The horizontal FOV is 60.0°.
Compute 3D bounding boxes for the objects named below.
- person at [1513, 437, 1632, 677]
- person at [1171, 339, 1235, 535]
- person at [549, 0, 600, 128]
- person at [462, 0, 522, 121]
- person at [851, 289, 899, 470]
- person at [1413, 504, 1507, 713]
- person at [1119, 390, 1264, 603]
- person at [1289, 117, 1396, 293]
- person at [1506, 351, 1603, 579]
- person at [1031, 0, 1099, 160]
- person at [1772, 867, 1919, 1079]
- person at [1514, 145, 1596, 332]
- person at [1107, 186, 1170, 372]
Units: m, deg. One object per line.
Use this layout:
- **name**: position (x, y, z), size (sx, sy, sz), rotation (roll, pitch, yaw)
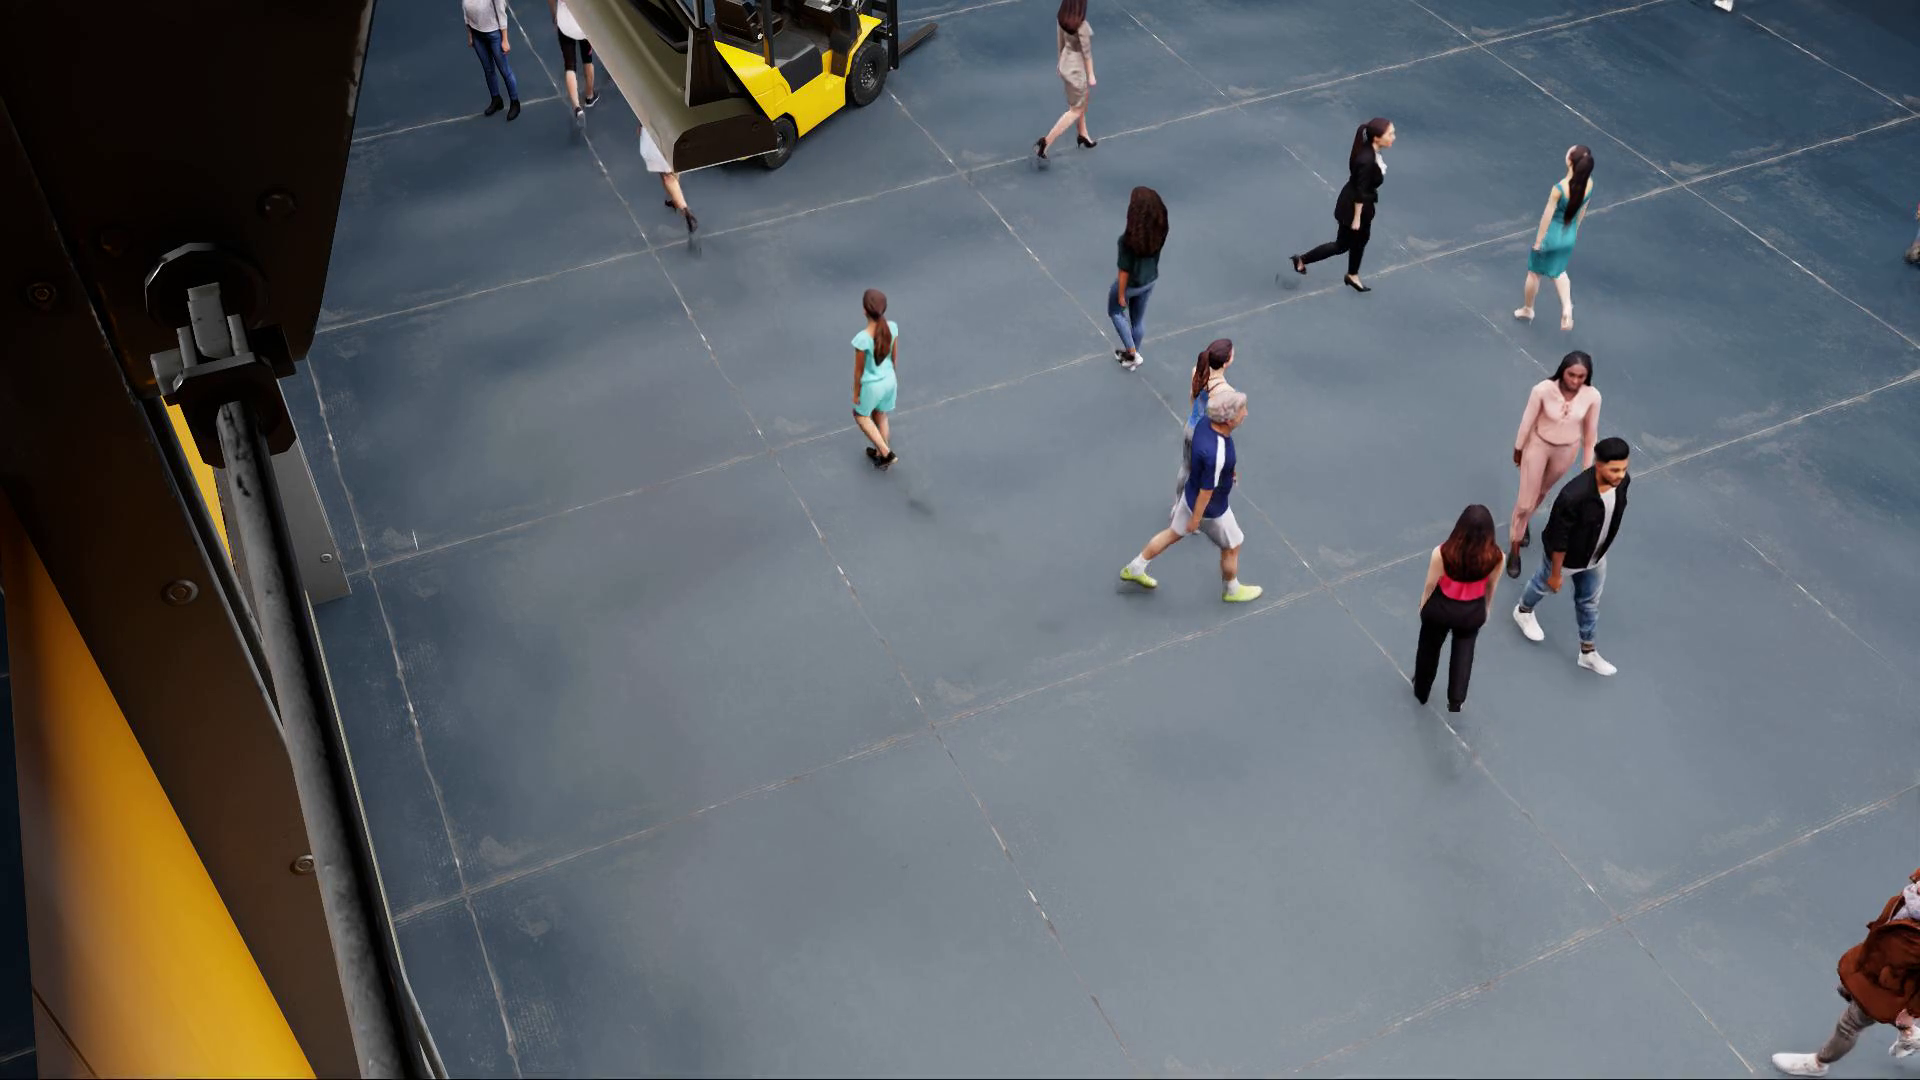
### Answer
- **person**: position (3.878, -0.013, 10.642), size (0.710, 1.782, 1.031), rotation (-17, 46, -17)
- **person**: position (1.699, -0.722, 11.513), size (0.645, 1.607, 0.496), rotation (-25, 49, -24)
- **person**: position (-3.640, -4.742, 15.630), size (0.898, 1.748, 1.152), rotation (-1, 44, -1)
- **person**: position (-4.451, -4.767, 15.742), size (0.665, 1.631, 0.735), rotation (16, 46, 16)
- **person**: position (-0.565, -1.092, 11.944), size (0.627, 1.549, 0.699), rotation (-29, 51, -27)
- **person**: position (3.045, 0.488, 10.213), size (0.757, 1.648, 0.830), rotation (5, 44, 5)
- **person**: position (1.519, -0.264, 10.894), size (0.952, 1.797, 1.211), rotation (-4, 44, -4)
- **person**: position (3.145, -2.718, 13.591), size (1.026, 1.632, 0.975), rotation (10, 45, 10)
- **person**: position (4.016, -0.629, 11.348), size (0.904, 1.699, 1.019), rotation (4, 44, 4)
- **person**: position (0.995, -4.207, 15.088), size (0.661, 1.721, 0.922), rotation (-19, 47, -19)
- **person**: position (4.742, 2.175, 8.315), size (1.084, 1.823, 1.076), rotation (7, 44, 7)
- **person**: position (4.767, -2.335, 13.158), size (0.609, 1.673, 0.838), rotation (-13, 45, -13)
- **person**: position (1.407, -1.952, 12.805), size (0.624, 1.606, 0.648), rotation (-25, 49, -24)
